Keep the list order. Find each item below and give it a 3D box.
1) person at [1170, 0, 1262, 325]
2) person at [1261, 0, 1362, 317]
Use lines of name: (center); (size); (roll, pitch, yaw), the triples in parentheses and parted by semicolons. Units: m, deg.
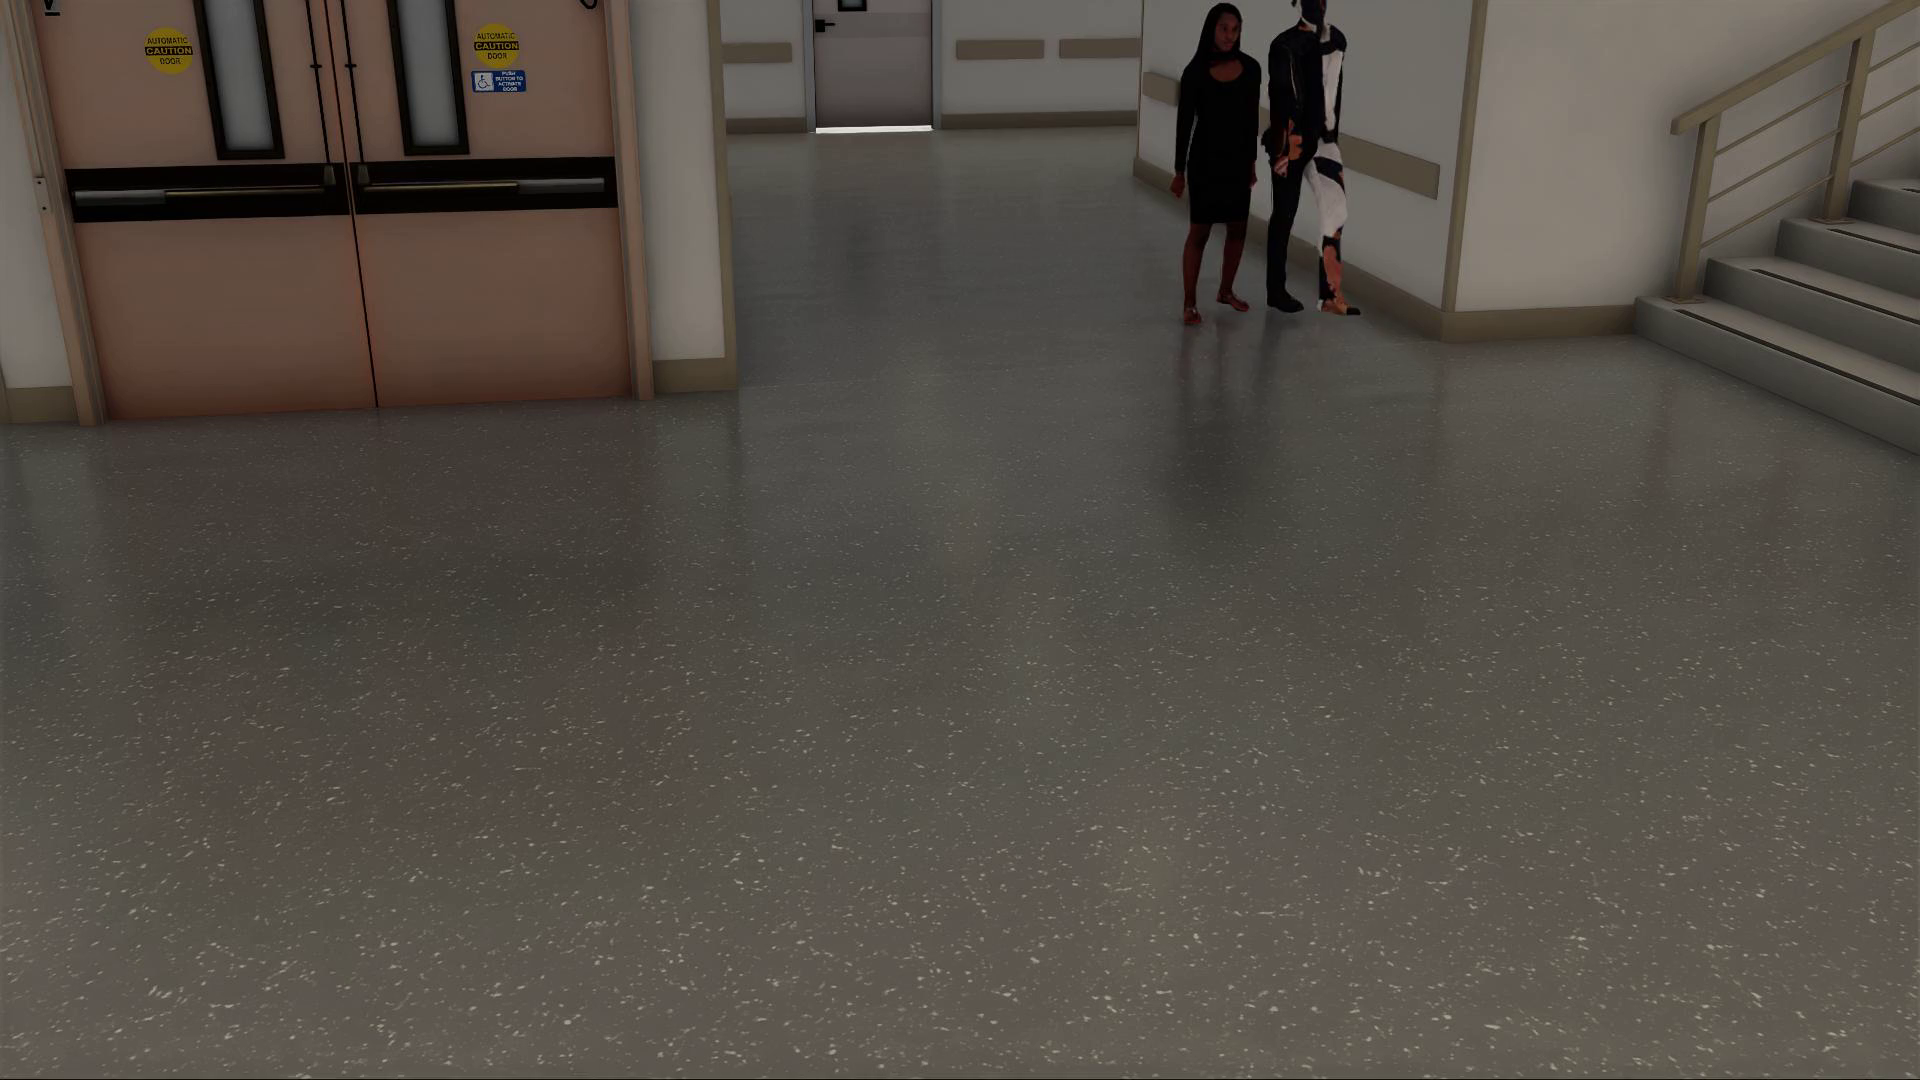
person: (1.408, -2.049, 9.121); (0.600, 1.713, 0.791); (-6, 22, -16)
person: (1.849, -2.181, 9.260); (0.918, 1.861, 0.931); (-12, 24, -28)
